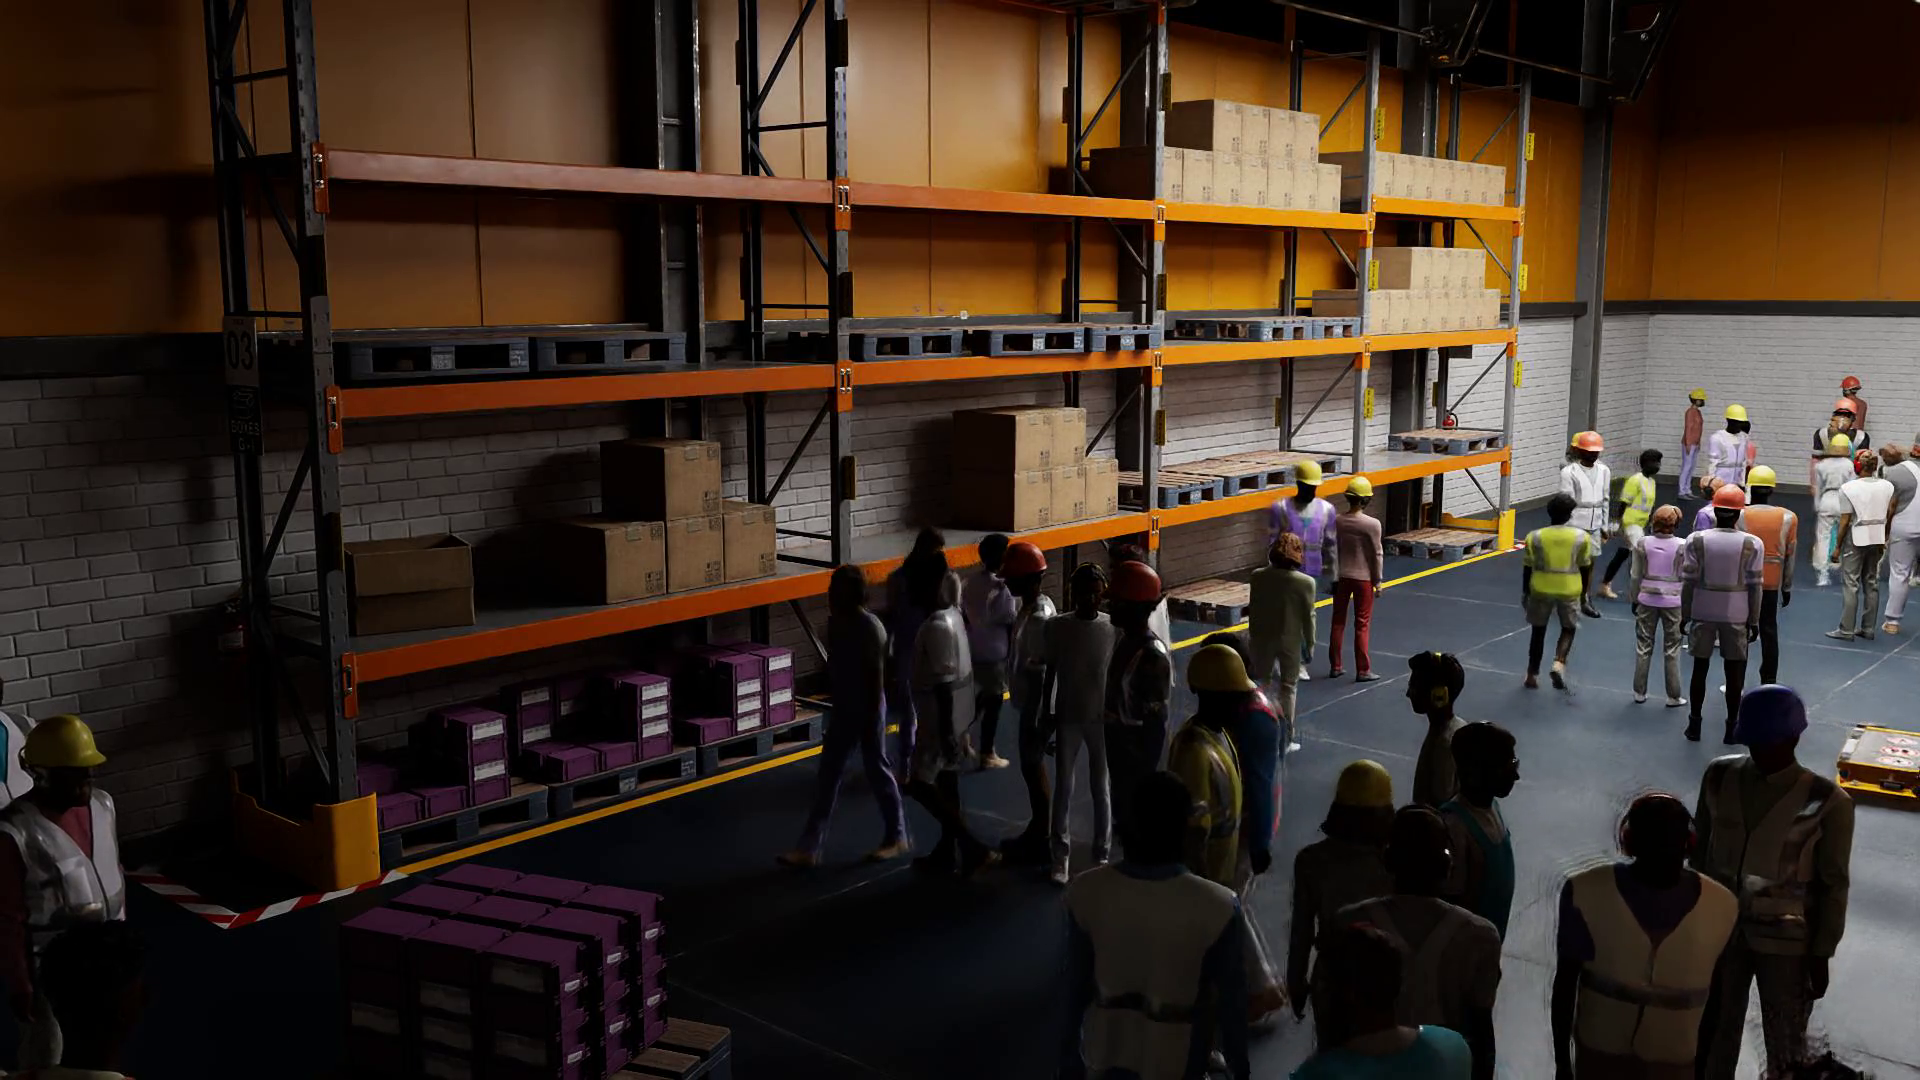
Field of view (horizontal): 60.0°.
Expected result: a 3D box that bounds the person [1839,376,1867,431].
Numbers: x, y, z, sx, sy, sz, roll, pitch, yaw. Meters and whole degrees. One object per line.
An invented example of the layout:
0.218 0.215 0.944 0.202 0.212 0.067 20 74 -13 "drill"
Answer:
13.547 -1.500 25.398 0.612 1.995 0.377 -5 10 -29 "person"

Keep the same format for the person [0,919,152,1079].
-2.007 1.851 3.927 0.599 1.958 0.373 2 9 16 "person"

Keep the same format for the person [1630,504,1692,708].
5.671 0.531 13.438 0.513 1.642 0.311 7 11 38 "person"

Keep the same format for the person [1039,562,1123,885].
0.706 1.042 9.452 0.508 1.860 0.334 0 9 1 "person"

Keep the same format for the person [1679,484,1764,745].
5.654 0.548 12.373 0.553 1.935 0.364 4 10 26 "person"

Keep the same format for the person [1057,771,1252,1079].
0.621 1.673 5.369 0.587 1.873 1.002 6 11 34 "person"

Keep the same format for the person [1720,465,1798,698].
6.543 0.347 13.705 0.594 1.924 0.382 1 9 6 "person"

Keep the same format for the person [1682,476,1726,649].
6.962 0.220 15.444 0.514 1.642 0.310 -7 11 -39 "person"

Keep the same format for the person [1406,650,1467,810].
2.053 1.393 7.178 0.326 1.863 0.510 3 9 20 "person"

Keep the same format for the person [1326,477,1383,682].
3.395 0.336 14.295 0.527 1.768 0.314 8 12 42 "person"

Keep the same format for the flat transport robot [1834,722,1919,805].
6.454 1.525 11.425 0.652 0.197 1.431 6 11 33 "flat transport robot"

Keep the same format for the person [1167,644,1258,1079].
1.043 1.382 7.028 0.379 1.928 0.585 2 9 15 "person"

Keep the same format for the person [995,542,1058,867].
0.398 0.960 9.768 0.389 1.925 0.551 0 9 1 "person"

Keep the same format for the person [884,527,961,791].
-0.254 0.792 11.220 0.526 1.798 0.752 -1 9 -7 "person"

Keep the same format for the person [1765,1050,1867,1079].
1.620 1.961 3.202 0.624 1.944 0.728 3 9 17 "person"

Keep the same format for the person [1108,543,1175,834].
1.098 0.936 10.284 0.473 1.818 0.577 9 12 44 "person"

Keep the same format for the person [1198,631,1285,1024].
1.268 1.334 7.756 0.434 1.810 0.656 -1 9 -8 "person"

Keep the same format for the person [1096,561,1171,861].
0.852 1.118 8.368 0.386 2.043 0.613 -2 9 -10 "person"

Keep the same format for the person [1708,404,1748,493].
9.585 -0.738 20.761 0.591 1.918 0.429 -3 9 -21 "person"

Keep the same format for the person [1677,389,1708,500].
11.548 -1.502 26.180 0.340 1.760 0.526 7 11 39 "person"

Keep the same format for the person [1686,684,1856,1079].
3.035 1.485 6.330 0.402 1.938 0.604 -6 11 -36 "person"

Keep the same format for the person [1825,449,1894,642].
8.589 0.054 15.852 0.566 1.847 0.389 -2 9 -14 "person"

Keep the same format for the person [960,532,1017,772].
0.198 0.785 11.666 0.374 1.687 0.531 -6 10 -33 "person"

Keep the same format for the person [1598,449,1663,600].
7.257 -0.147 17.766 0.839 1.639 0.579 7 11 39 "person"

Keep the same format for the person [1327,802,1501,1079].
1.388 1.717 5.156 0.502 1.839 0.343 2 9 16 "person"

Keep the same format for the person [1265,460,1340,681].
2.940 0.278 14.172 0.624 1.911 0.549 -1 9 -6 "person"

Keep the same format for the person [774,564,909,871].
-0.662 1.038 9.674 0.877 1.800 0.539 -8 12 -43 "person"

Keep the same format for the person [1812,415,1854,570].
10.456 -0.568 19.869 0.339 1.846 0.514 7 11 39 "person"

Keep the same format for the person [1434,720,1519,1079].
1.880 1.563 6.126 0.342 1.846 0.509 5 10 30 "person"

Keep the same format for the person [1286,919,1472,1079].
1.108 1.879 4.264 0.588 1.797 0.954 -4 10 -22 "person"

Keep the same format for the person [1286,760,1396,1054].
1.490 1.635 6.051 0.491 1.728 0.511 -7 11 -39 "person"

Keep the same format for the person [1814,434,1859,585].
9.993 -0.352 18.939 0.499 1.685 0.907 8 12 43 "person"

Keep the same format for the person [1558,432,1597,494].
7.027 -0.371 18.985 0.503 1.706 0.795 7 11 39 "person"

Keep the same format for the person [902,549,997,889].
-0.064 1.006 9.415 0.545 1.948 0.587 3 9 17 "person"

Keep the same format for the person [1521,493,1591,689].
4.945 0.446 13.838 0.558 1.679 0.545 3 9 20 "person"

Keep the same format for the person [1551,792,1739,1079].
2.240 1.698 5.529 0.569 1.824 0.870 2 9 13 "person"

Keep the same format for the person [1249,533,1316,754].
2.339 0.749 12.091 0.504 1.622 0.298 5 10 29 "person"

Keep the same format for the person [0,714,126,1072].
-3.364 1.552 6.283 0.403 1.825 0.598 3 9 16 "person"

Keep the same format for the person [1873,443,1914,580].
10.687 -0.317 19.020 0.825 1.601 0.527 -6 11 -33 "person"

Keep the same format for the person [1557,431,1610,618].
6.360 -0.150 16.923 0.546 1.930 0.388 -2 9 -14 "person"

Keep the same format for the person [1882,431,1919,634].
9.319 -0.092 16.172 0.689 2.000 0.537 4 9 22 "person"

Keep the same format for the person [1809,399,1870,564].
10.604 -0.690 20.089 0.611 2.028 0.409 5 10 28 "person"
